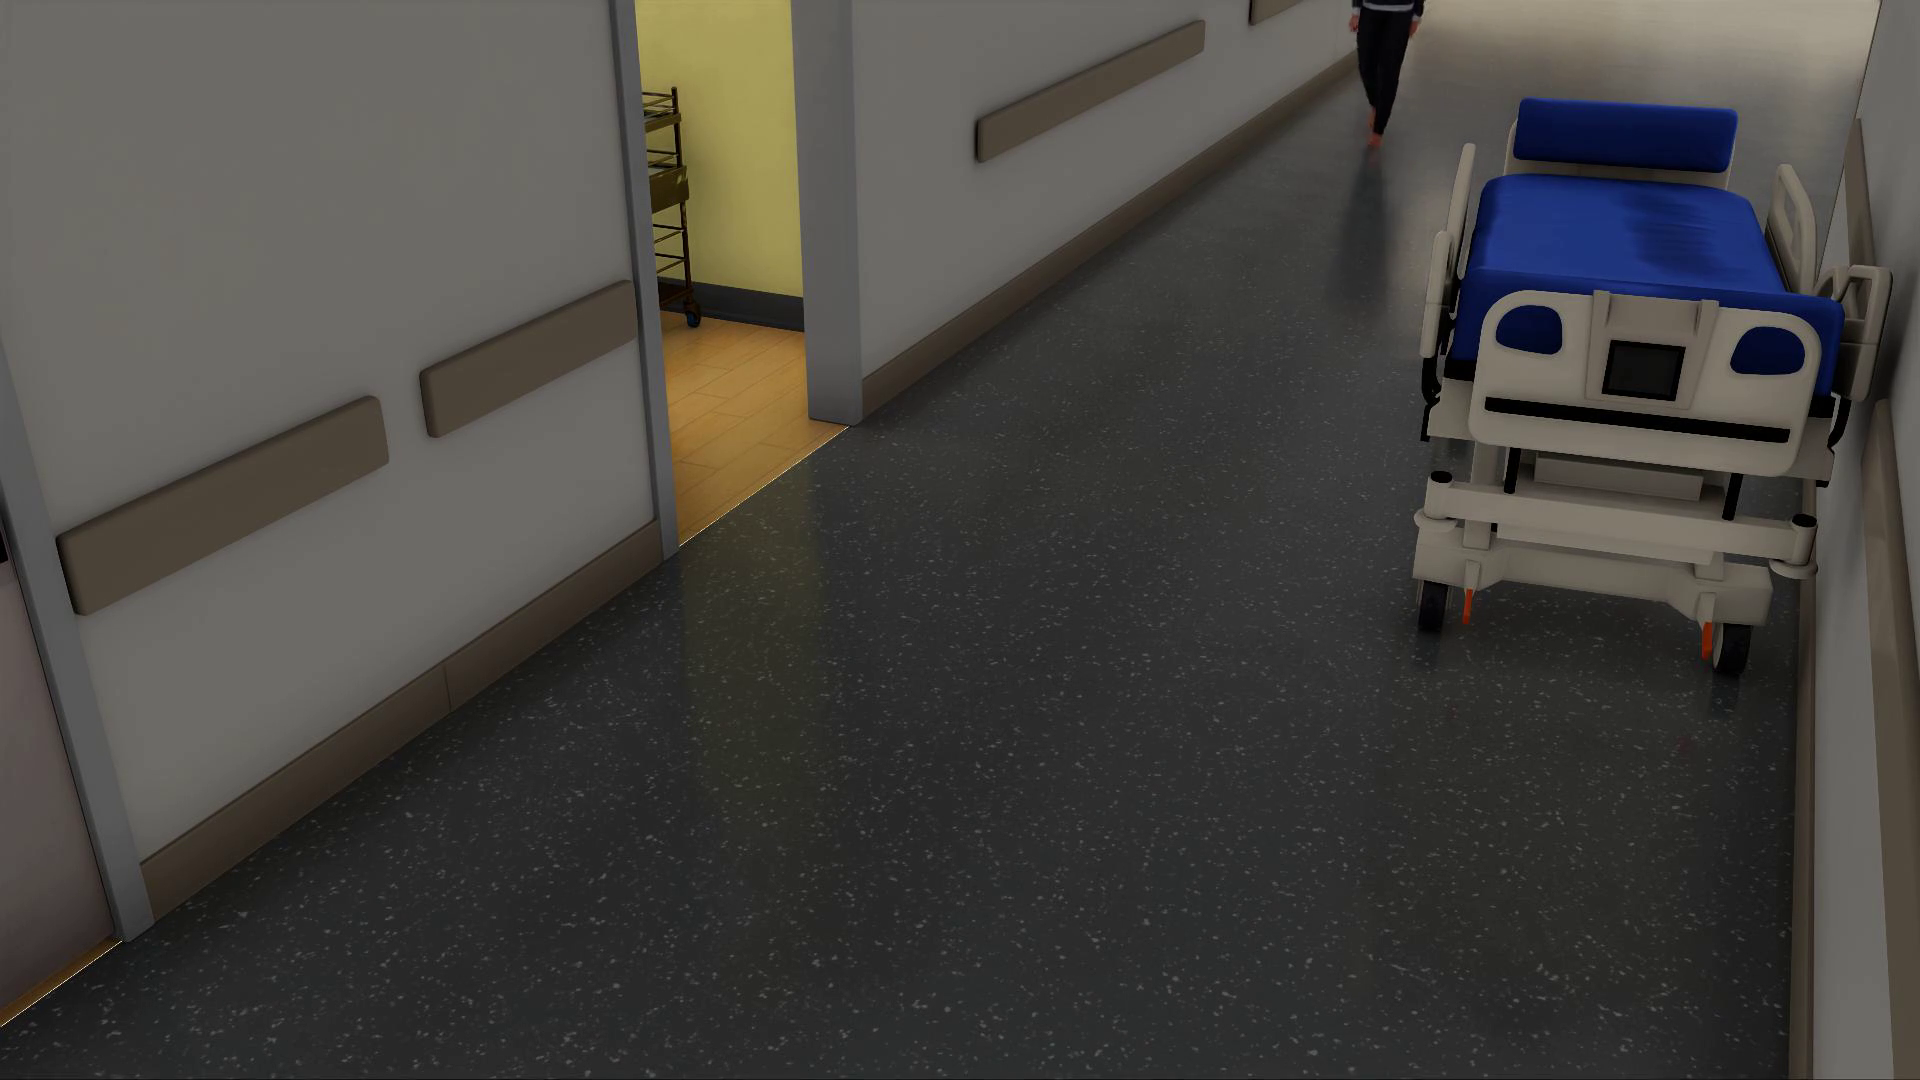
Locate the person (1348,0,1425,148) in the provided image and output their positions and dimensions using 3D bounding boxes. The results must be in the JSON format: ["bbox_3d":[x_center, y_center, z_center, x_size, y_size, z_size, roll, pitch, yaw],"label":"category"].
[{"bbox_3d":[2.858,-3.553,11.150,0.972,1.696,0.650,11,28,22],"label":"person"}]
